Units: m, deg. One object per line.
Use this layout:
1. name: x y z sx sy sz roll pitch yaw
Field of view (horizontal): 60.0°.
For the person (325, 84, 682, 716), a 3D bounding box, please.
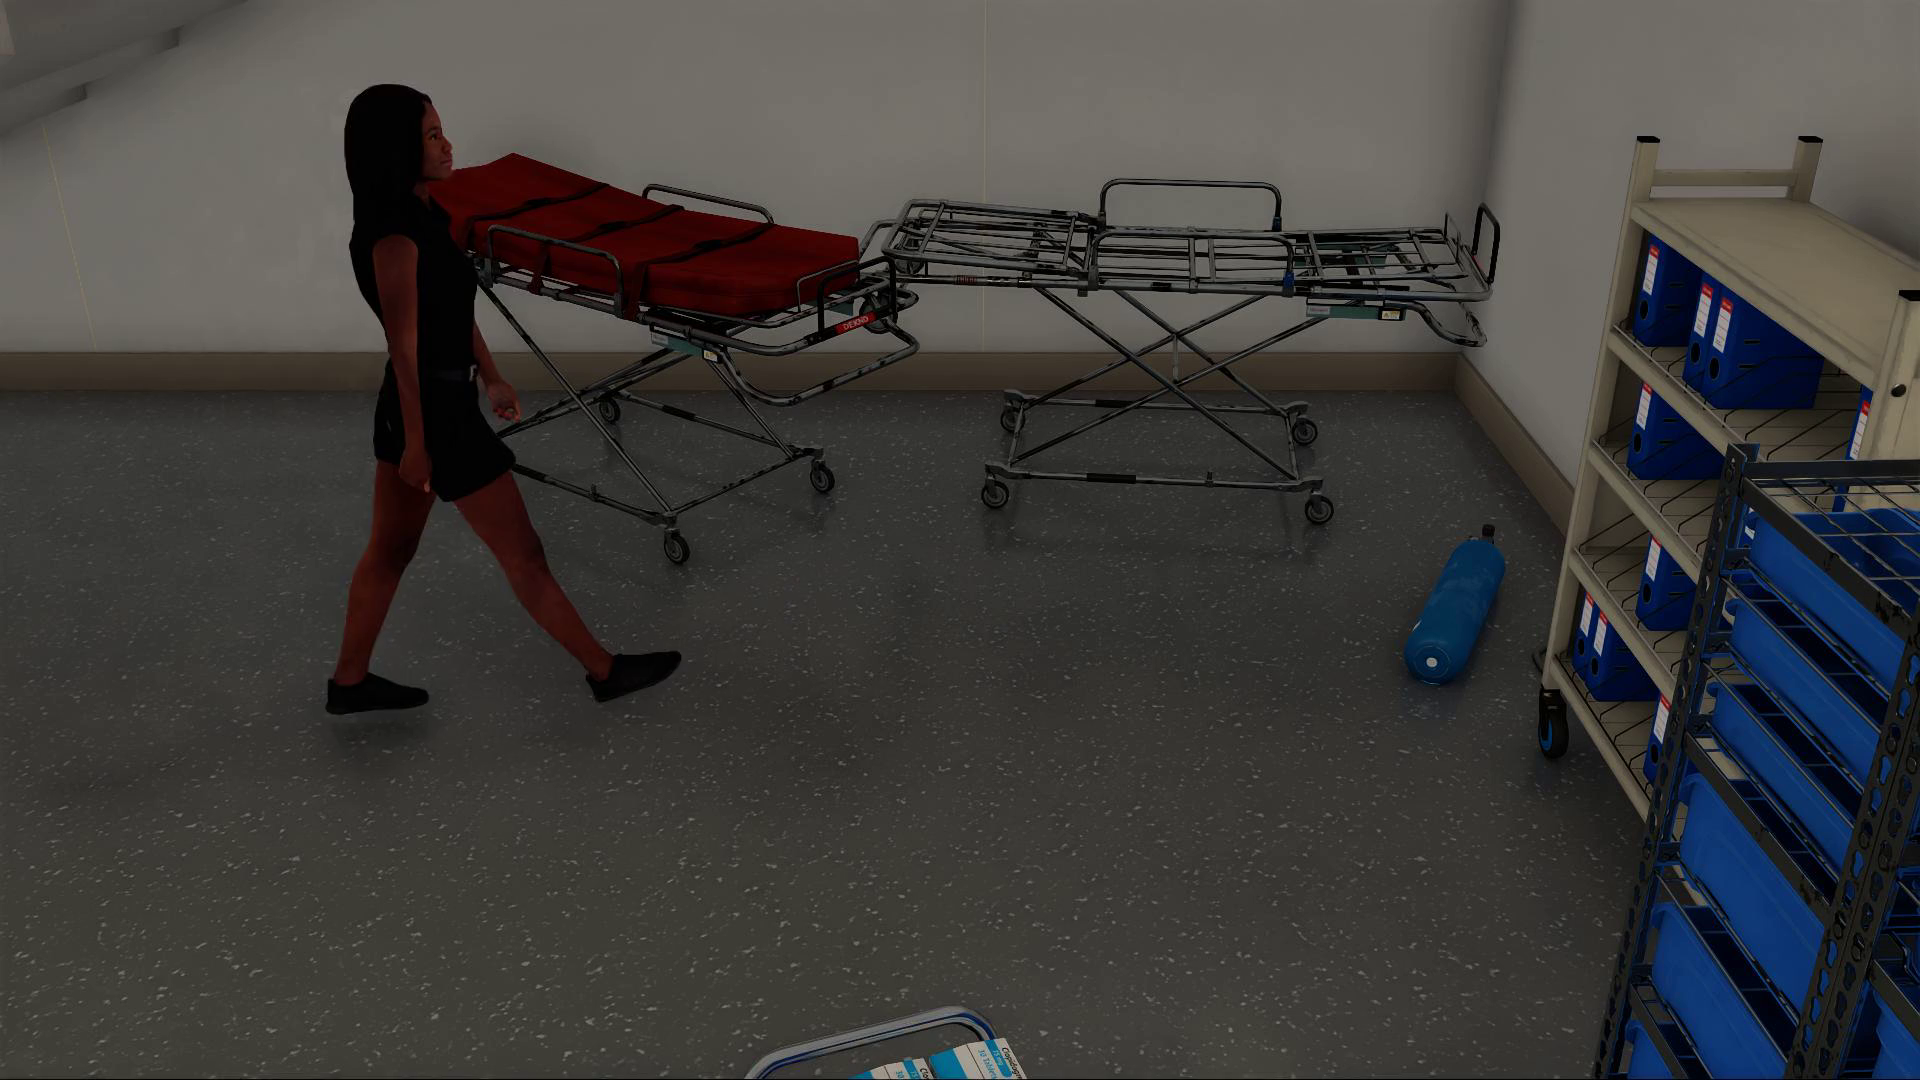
1. person: -1.423 -0.250 4.251 1.235 1.684 0.786 -6 26 -11
